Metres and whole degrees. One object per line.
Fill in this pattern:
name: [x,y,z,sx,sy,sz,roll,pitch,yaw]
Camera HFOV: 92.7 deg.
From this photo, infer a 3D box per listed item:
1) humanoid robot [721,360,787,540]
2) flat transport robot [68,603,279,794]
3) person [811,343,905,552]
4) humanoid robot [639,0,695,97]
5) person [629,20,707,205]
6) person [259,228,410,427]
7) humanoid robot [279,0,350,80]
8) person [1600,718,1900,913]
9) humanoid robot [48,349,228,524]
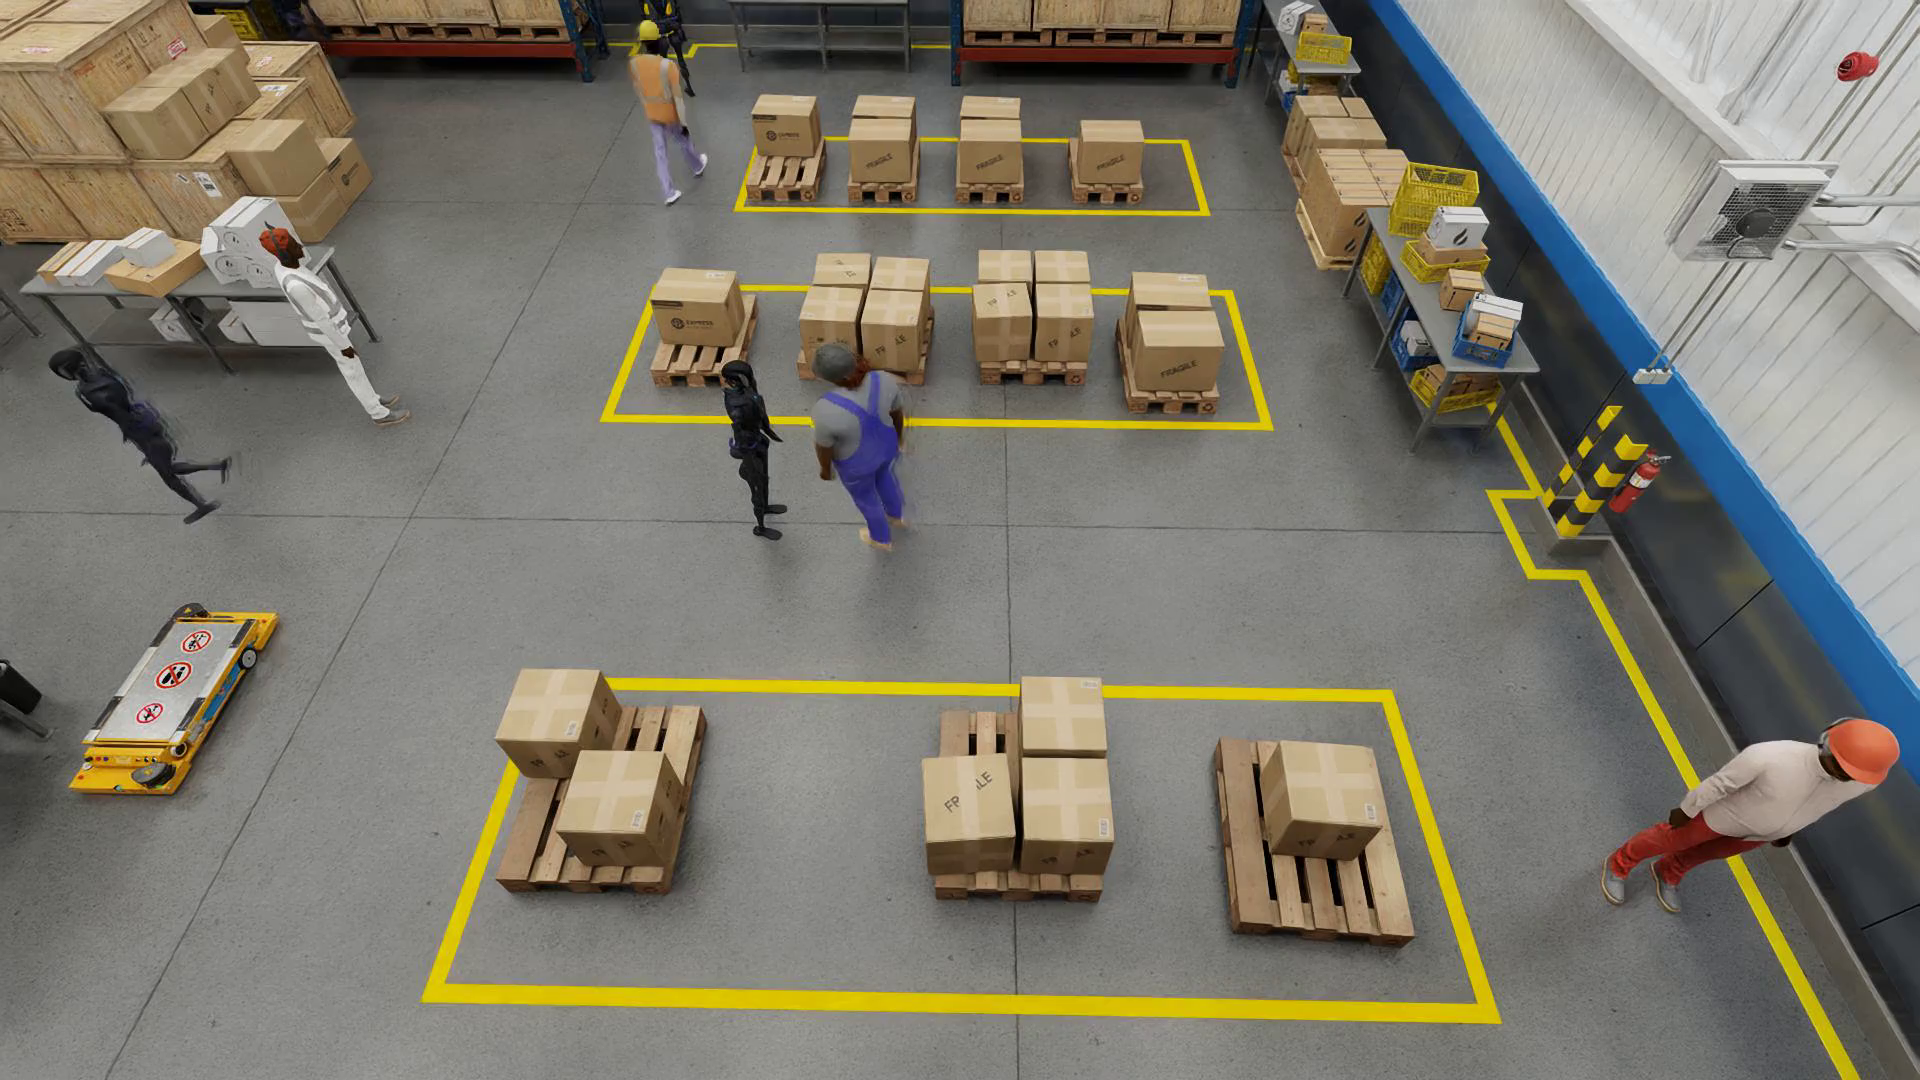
humanoid robot: [-1.560,-0.694,7.020,0.327,1.660,0.589,2,50,2]
flat transport robot: [-5.504,1.072,6.442,0.652,0.197,1.431,1,50,1]
person: [-0.767,-0.687,6.789,0.563,2.000,0.723,37,59,27]
humanoid robot: [-3.899,-6.728,12.132,0.567,1.650,0.325,-32,57,-24]
person: [-3.361,-4.902,10.470,0.591,1.857,0.999,7,50,6]
person: [-5.344,-1.784,7.820,0.355,1.883,0.573,-31,56,-24]
humanoid robot: [-8.835,-6.908,12.309,0.632,1.611,0.632,35,58,26]
person: [4.231,1.512,4.957,0.621,1.992,0.392,8,50,7]
humanoid robot: [-6.350,-0.849,7.174,0.594,1.642,0.472,34,58,26]
